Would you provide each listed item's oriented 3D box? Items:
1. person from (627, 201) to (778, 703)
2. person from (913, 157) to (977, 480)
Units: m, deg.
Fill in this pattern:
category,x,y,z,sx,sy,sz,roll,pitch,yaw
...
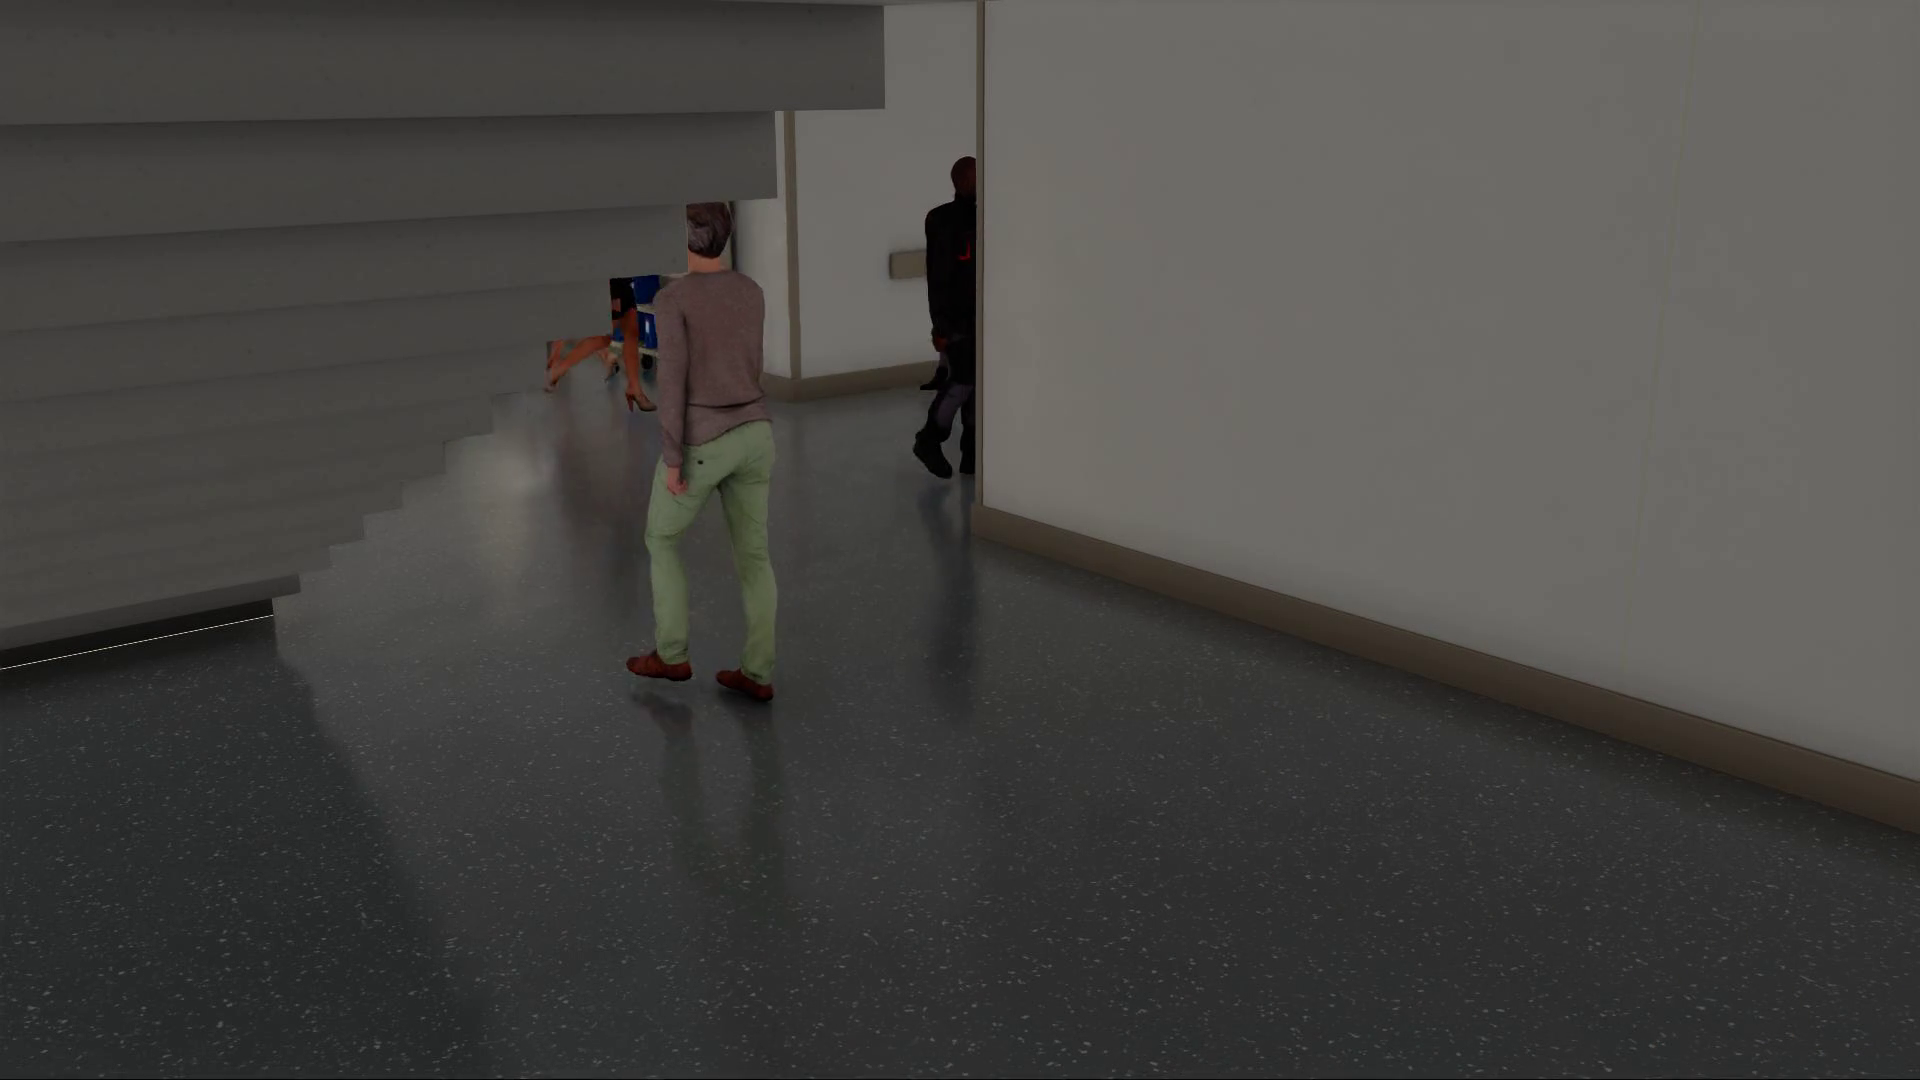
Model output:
category,x,y,z,sx,sy,sz,roll,pitch,yaw
person,-0.811,-0.293,5.994,0.663,1.853,0.806,-13,20,-39
person,-0.044,-1.267,9.515,0.899,1.818,0.862,9,18,29
